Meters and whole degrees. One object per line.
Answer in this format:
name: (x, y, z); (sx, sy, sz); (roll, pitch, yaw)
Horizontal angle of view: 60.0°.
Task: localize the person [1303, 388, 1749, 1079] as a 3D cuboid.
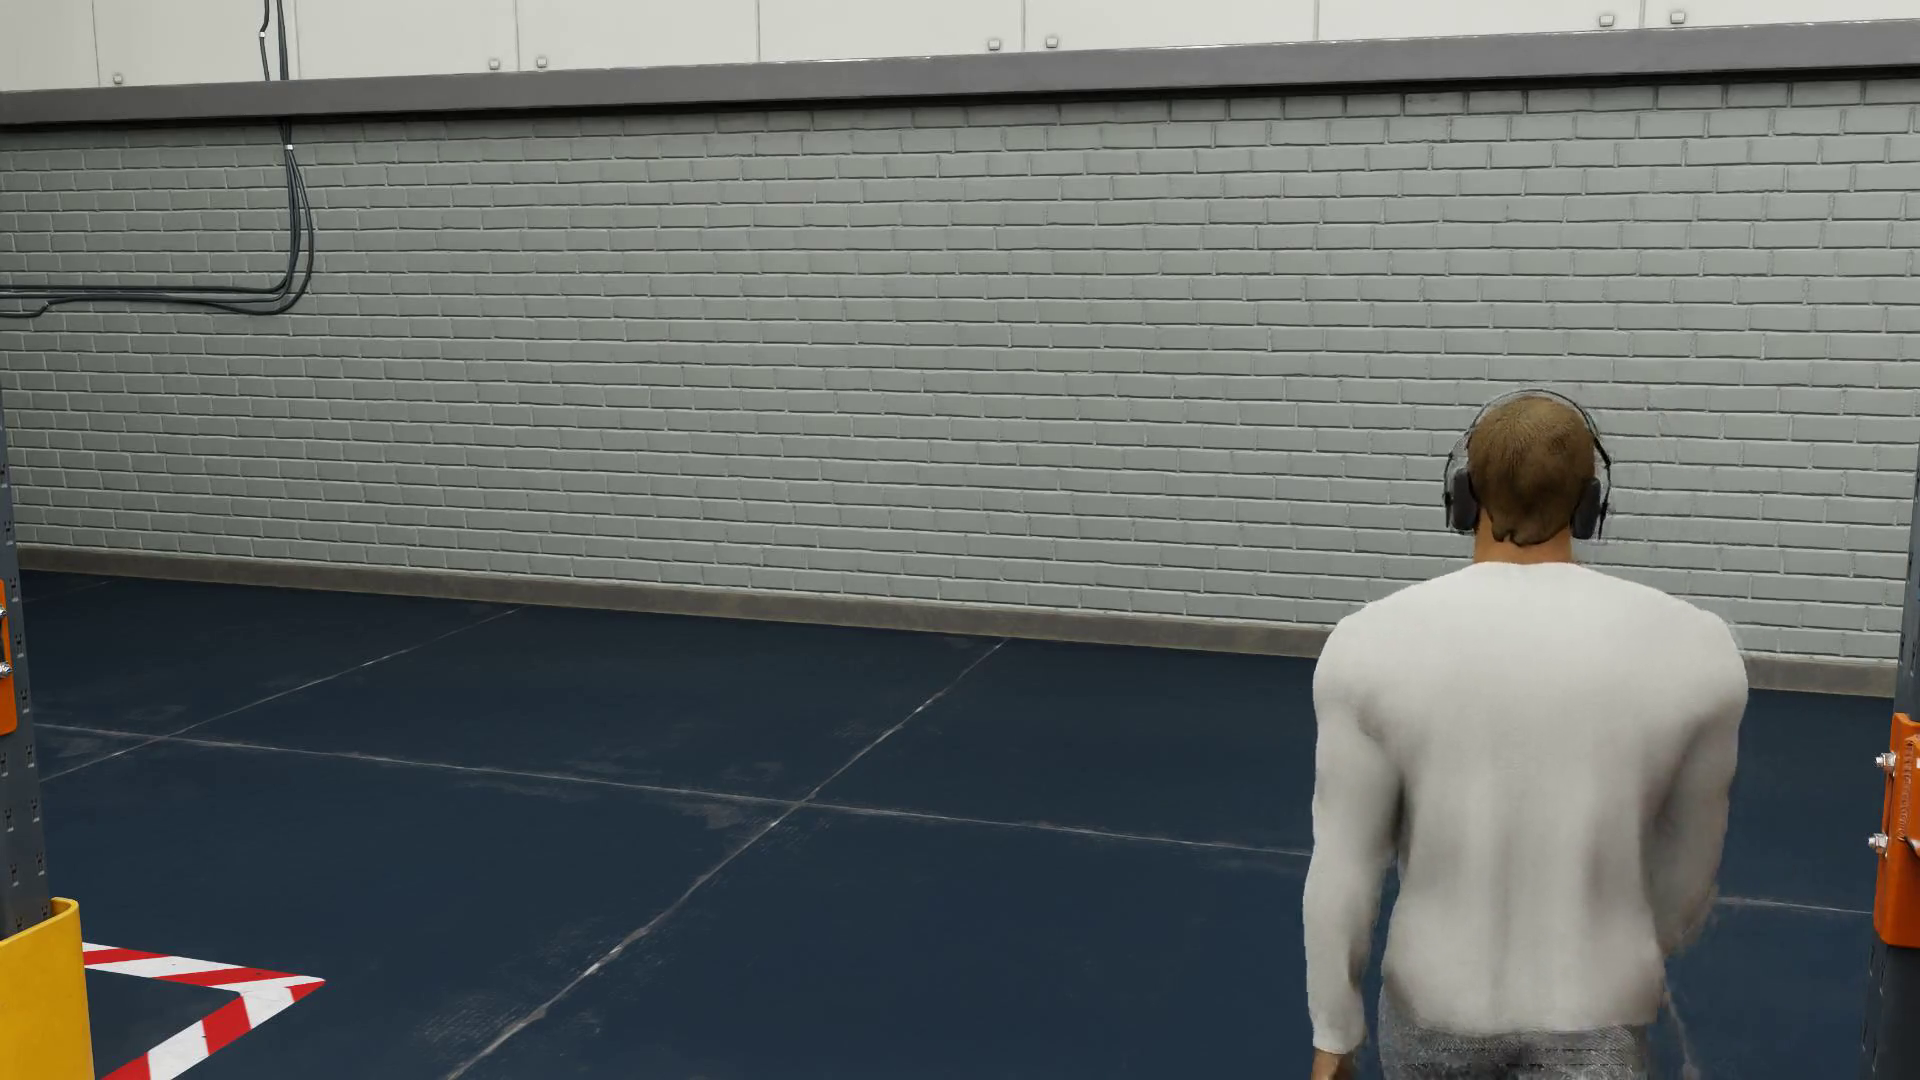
person: (0.860, 0.707, 2.618); (0.618, 1.882, 1.014); (3, 10, 17)
